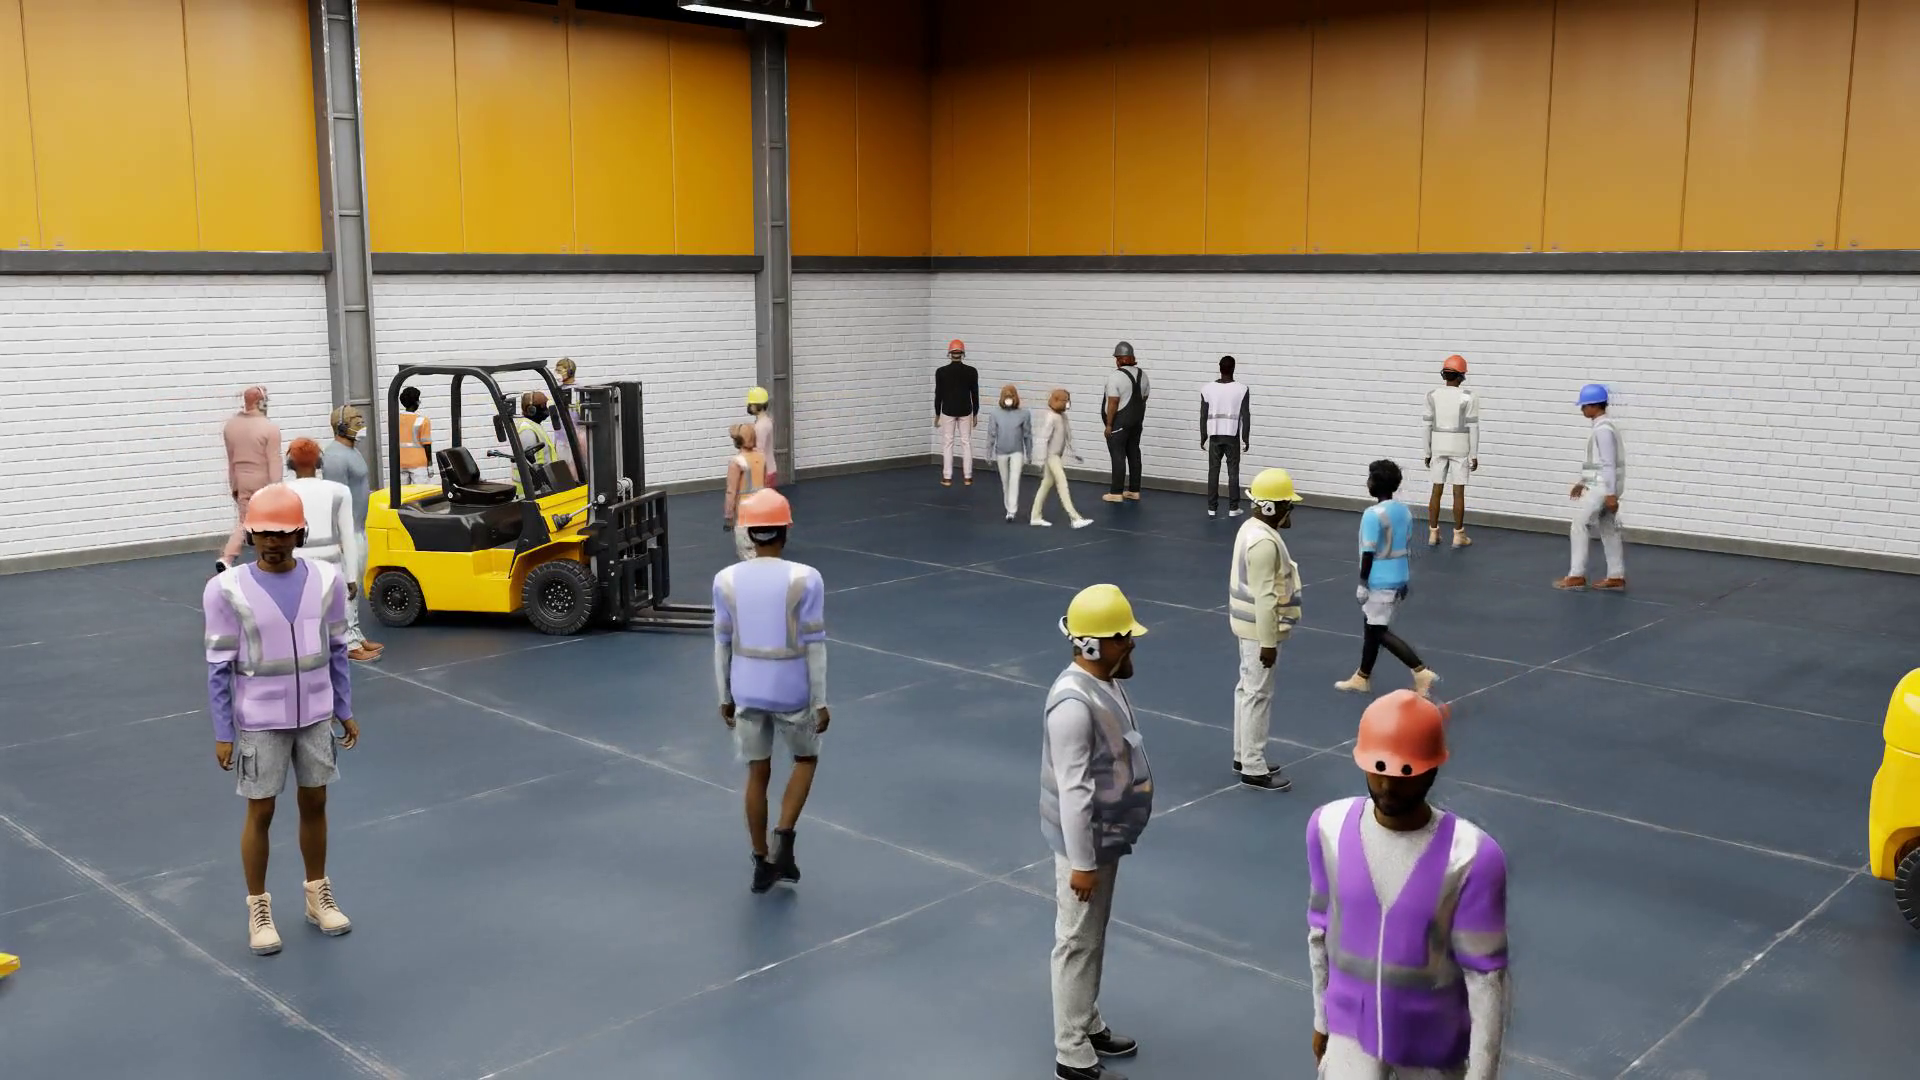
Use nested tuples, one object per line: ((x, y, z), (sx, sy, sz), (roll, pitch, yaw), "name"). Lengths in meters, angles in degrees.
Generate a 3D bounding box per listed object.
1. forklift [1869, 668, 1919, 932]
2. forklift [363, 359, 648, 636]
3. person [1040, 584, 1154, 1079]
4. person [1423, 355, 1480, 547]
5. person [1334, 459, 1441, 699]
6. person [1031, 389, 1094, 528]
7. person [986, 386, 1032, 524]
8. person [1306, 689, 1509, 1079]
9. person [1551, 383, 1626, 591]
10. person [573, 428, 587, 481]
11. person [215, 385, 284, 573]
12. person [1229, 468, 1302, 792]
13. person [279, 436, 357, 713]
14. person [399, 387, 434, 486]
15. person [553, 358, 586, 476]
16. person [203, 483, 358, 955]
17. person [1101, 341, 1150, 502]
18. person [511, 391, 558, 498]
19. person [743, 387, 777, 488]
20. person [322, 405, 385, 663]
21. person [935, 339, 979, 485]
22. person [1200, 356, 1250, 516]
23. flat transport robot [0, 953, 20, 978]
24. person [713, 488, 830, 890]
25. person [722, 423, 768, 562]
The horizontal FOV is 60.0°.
((5.205, 0.723, 7.013), (2.313, 2.155, 1.214), (9, 13, 43), "forklift")
((-3.850, -0.407, 13.936), (2.313, 2.155, 1.214), (2, 9, 11), "forklift")
((0.497, 1.062, 6.030), (0.403, 1.835, 0.586), (2, 10, 13), "person")
((5.222, -0.944, 17.694), (0.608, 2.044, 0.371), (6, 11, 34), "person")
((2.935, 0.283, 11.300), (0.757, 1.671, 0.533), (7, 12, 38), "person")
((1.161, -0.915, 18.904), (0.853, 1.589, 0.512), (3, 10, 20), "person")
((0.563, -0.989, 19.326), (0.520, 1.583, 0.866), (2, 9, 11), "person")
((1.191, 1.298, 4.464), (0.563, 1.887, 1.005), (6, 11, 31), "person")
((5.772, -0.475, 15.227), (0.786, 1.910, 0.612), (4, 10, 21), "person")
((-3.606, -0.499, 16.015), (0.960, 1.716, 0.541), (-1, 9, -3), "person")
((-6.577, -0.505, 15.501), (0.650, 1.877, 0.833), (3, 10, 19), "person")
((1.739, 0.501, 9.477), (0.403, 1.831, 0.595), (1, 9, 3), "person")
((-4.324, 0.229, 11.109), (0.579, 1.850, 0.948), (-7, 11, -35), "person")
((-5.907, -0.805, 17.933), (0.531, 1.691, 0.321), (3, 10, 18), "person")
((-4.469, -1.123, 19.109), (0.378, 1.940, 0.628), (-9, 13, -43), "person")
((-2.921, 0.763, 7.231), (0.614, 2.039, 0.384), (-8, 13, -42), "person")
((2.054, -1.514, 21.197), (0.690, 2.000, 0.538), (-8, 12, -41), "person")
((-3.878, -0.443, 15.238), (0.430, 1.845, 0.622), (-2, 9, -10), "person")
((-2.045, -0.682, 16.939), (0.359, 1.754, 0.544), (0, 9, -2), "person")
((-4.589, -0.050, 12.534), (0.372, 1.940, 0.629), (-2, 9, -12), "person")
((-0.045, -1.739, 22.721), (0.620, 1.990, 0.398), (-1, 9, -9), "person")
((3.167, -1.241, 19.897), (0.598, 1.917, 0.375), (3, 10, 18), "person")
((-4.481, 1.785, 6.378), (0.652, 0.197, 1.431), (4, 10, 22), "flat transport robot")
((-0.890, 0.714, 7.903), (0.569, 1.917, 0.414), (2, 9, 12), "person")
((-1.882, -0.211, 14.479), (0.404, 1.624, 0.536), (4, 10, 23), "person")
